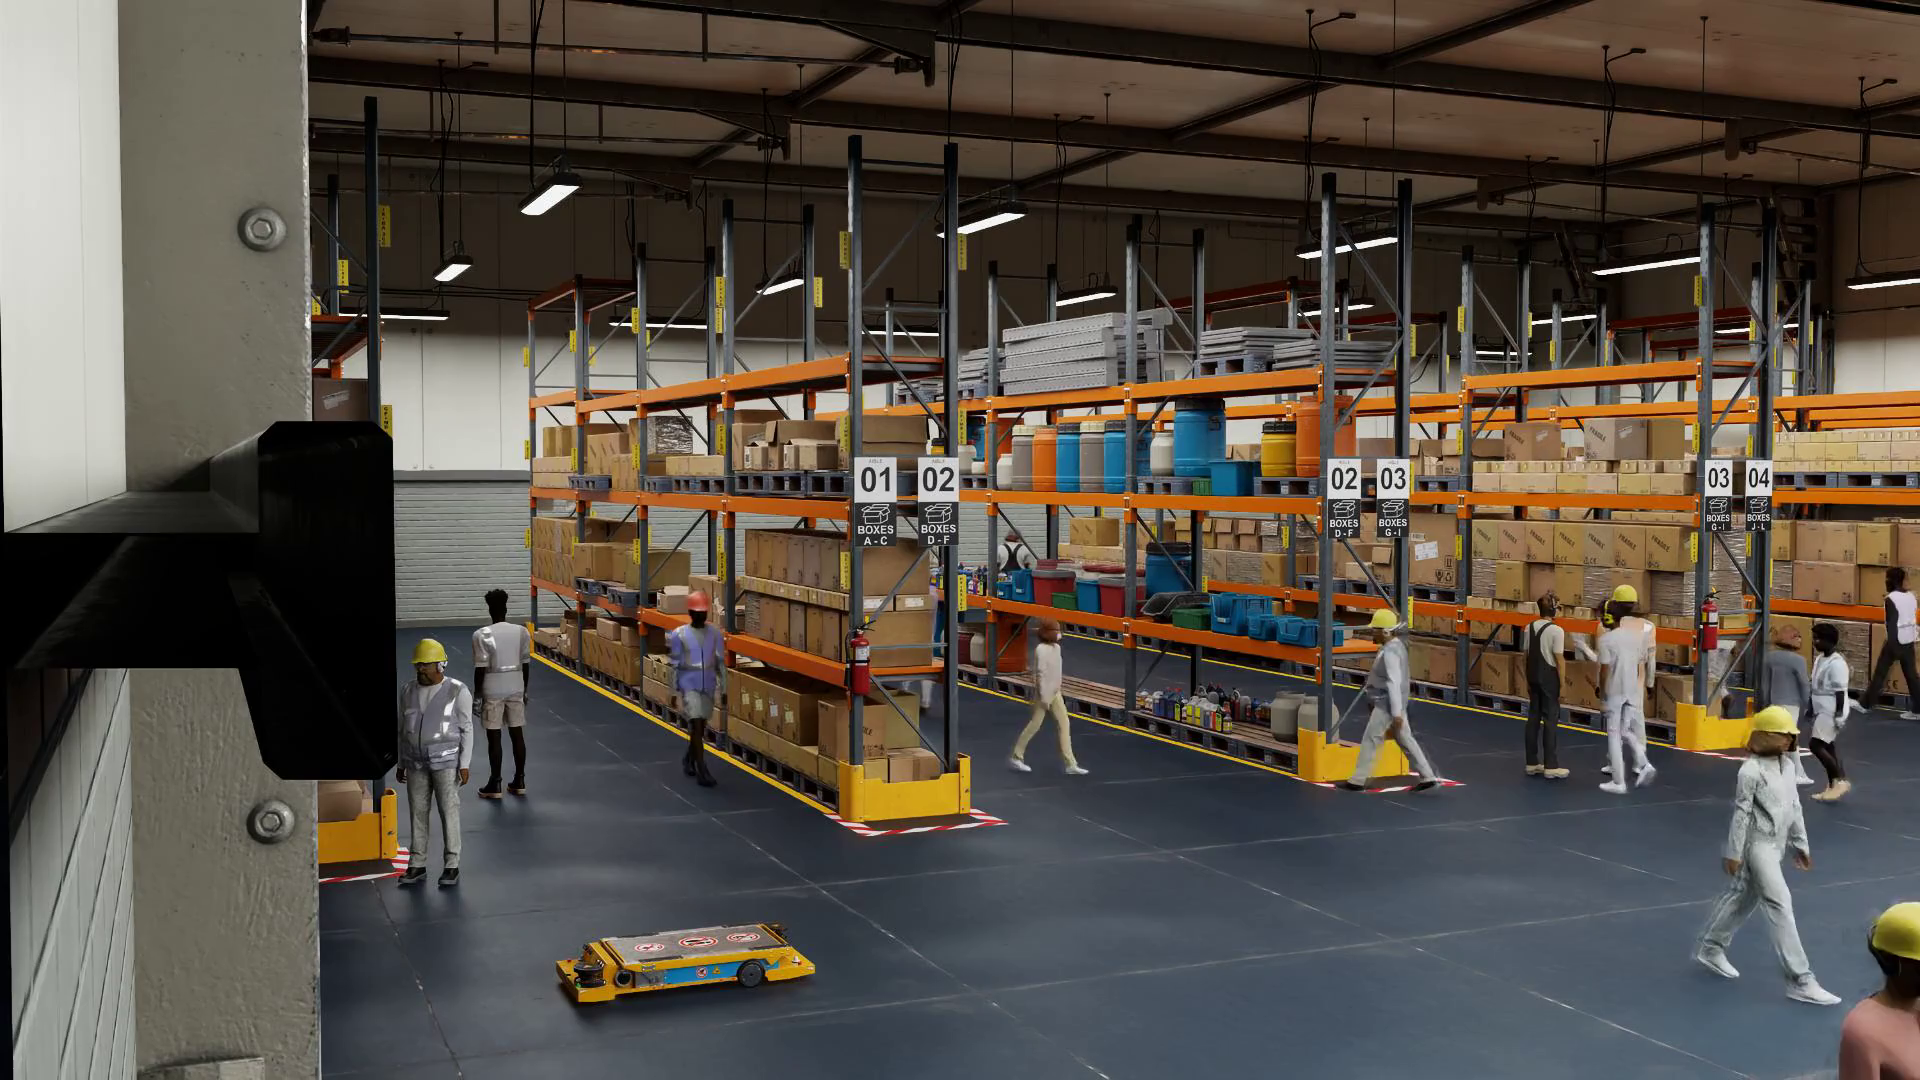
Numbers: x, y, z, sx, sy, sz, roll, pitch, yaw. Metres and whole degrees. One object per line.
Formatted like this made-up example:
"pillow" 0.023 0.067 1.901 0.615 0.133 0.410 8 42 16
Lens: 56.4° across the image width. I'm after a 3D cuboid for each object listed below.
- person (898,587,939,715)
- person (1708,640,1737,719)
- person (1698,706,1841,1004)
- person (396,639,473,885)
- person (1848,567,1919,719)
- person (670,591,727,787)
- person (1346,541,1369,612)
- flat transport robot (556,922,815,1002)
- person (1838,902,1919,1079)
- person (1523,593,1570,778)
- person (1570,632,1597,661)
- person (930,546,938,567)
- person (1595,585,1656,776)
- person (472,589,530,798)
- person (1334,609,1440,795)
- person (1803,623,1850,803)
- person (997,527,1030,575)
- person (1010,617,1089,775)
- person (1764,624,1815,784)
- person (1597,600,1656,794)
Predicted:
"person" -0.605 1.244 22.727 0.654 1.910 0.771 -1 3 -34
"person" 9.327 1.269 22.010 0.616 1.923 0.770 -1 2 -14
"person" 4.771 1.817 10.630 0.499 1.693 0.935 -2 3 -37
"person" -3.932 1.644 13.334 0.601 1.830 0.403 0 2 10
"person" 11.623 1.277 22.377 0.620 1.870 0.977 -1 3 -32
"person" -2.620 1.441 17.822 0.555 1.903 0.962 -1 3 -30
"person" 6.363 0.976 29.386 0.594 1.950 1.020 -2 3 -40
"flat transport robot" -1.658 2.531 10.816 1.431 0.197 0.652 -1 2 -23
"person" 2.923 1.987 5.714 0.537 1.733 0.867 -1 3 -29
"person" 5.901 1.457 18.053 0.329 1.844 0.509 -1 2 -26
"person" 9.207 1.129 26.391 0.593 1.863 0.792 -1 3 -31
"person" -0.472 0.679 38.511 0.404 1.830 0.601 0 2 2
"person" 6.710 1.415 18.087 0.594 1.926 0.370 0 2 2
"person" -4.345 1.441 16.944 0.371 1.963 0.608 2 3 44
"person" 4.084 1.537 16.974 0.956 1.785 0.584 1 2 22
"person" 8.012 1.600 16.563 0.375 1.676 0.532 0 2 12
"person" 0.993 0.746 34.646 0.702 2.000 0.912 0 2 -1
"person" 0.872 1.575 18.218 0.839 1.593 0.513 1 3 31
"person" 8.022 1.617 17.402 0.833 1.605 0.506 -1 2 -15
"person" 6.306 1.496 17.074 0.524 1.845 0.513 -1 2 -23
